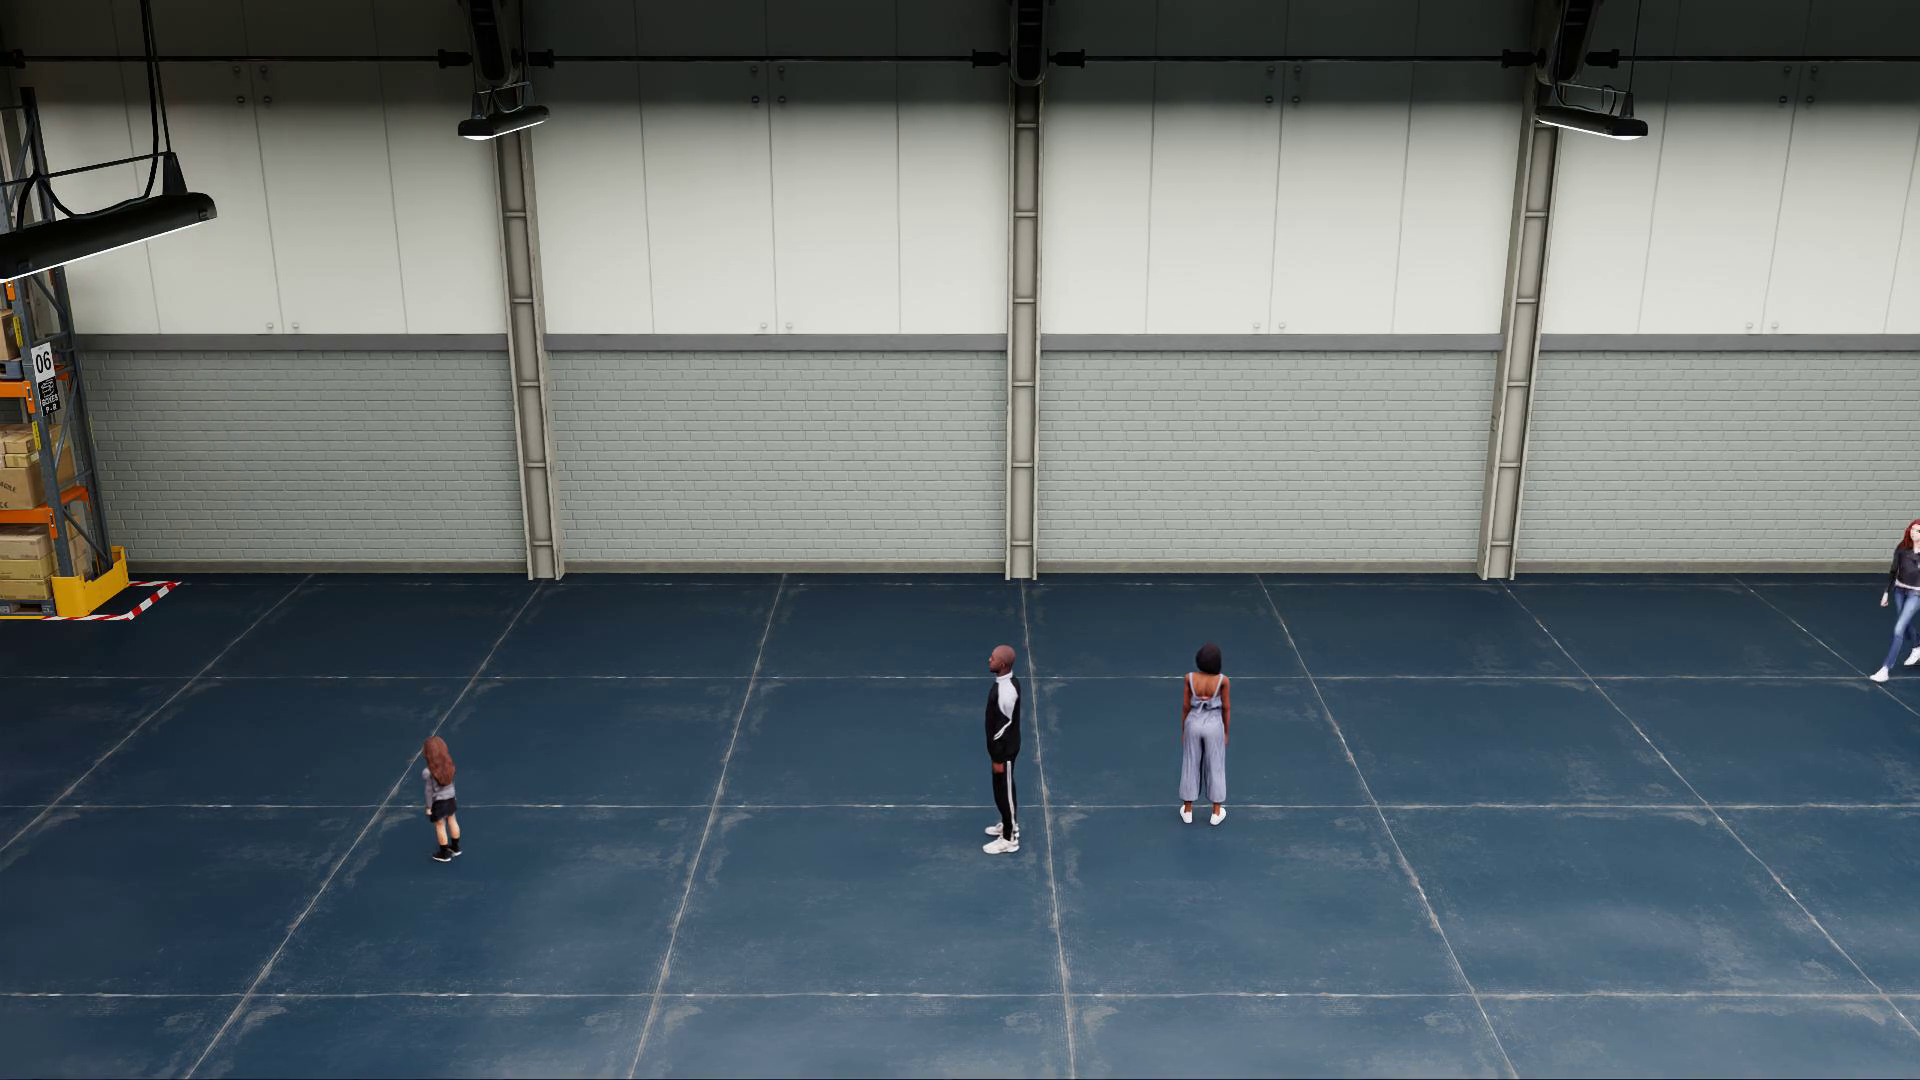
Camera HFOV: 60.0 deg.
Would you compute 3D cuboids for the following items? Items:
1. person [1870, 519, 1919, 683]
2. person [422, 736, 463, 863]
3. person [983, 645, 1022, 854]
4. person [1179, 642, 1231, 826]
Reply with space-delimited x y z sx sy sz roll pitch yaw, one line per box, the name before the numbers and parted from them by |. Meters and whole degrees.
person | 10.133 0.626 17.684 1.288 1.742 1.043 -10 21 -29
person | -4.364 2.163 13.991 0.560 1.107 0.538 10 21 28
person | 0.384 1.744 14.115 0.542 1.826 0.657 1 18 4
person | 2.141 1.678 14.528 0.536 1.695 0.674 4 18 11
